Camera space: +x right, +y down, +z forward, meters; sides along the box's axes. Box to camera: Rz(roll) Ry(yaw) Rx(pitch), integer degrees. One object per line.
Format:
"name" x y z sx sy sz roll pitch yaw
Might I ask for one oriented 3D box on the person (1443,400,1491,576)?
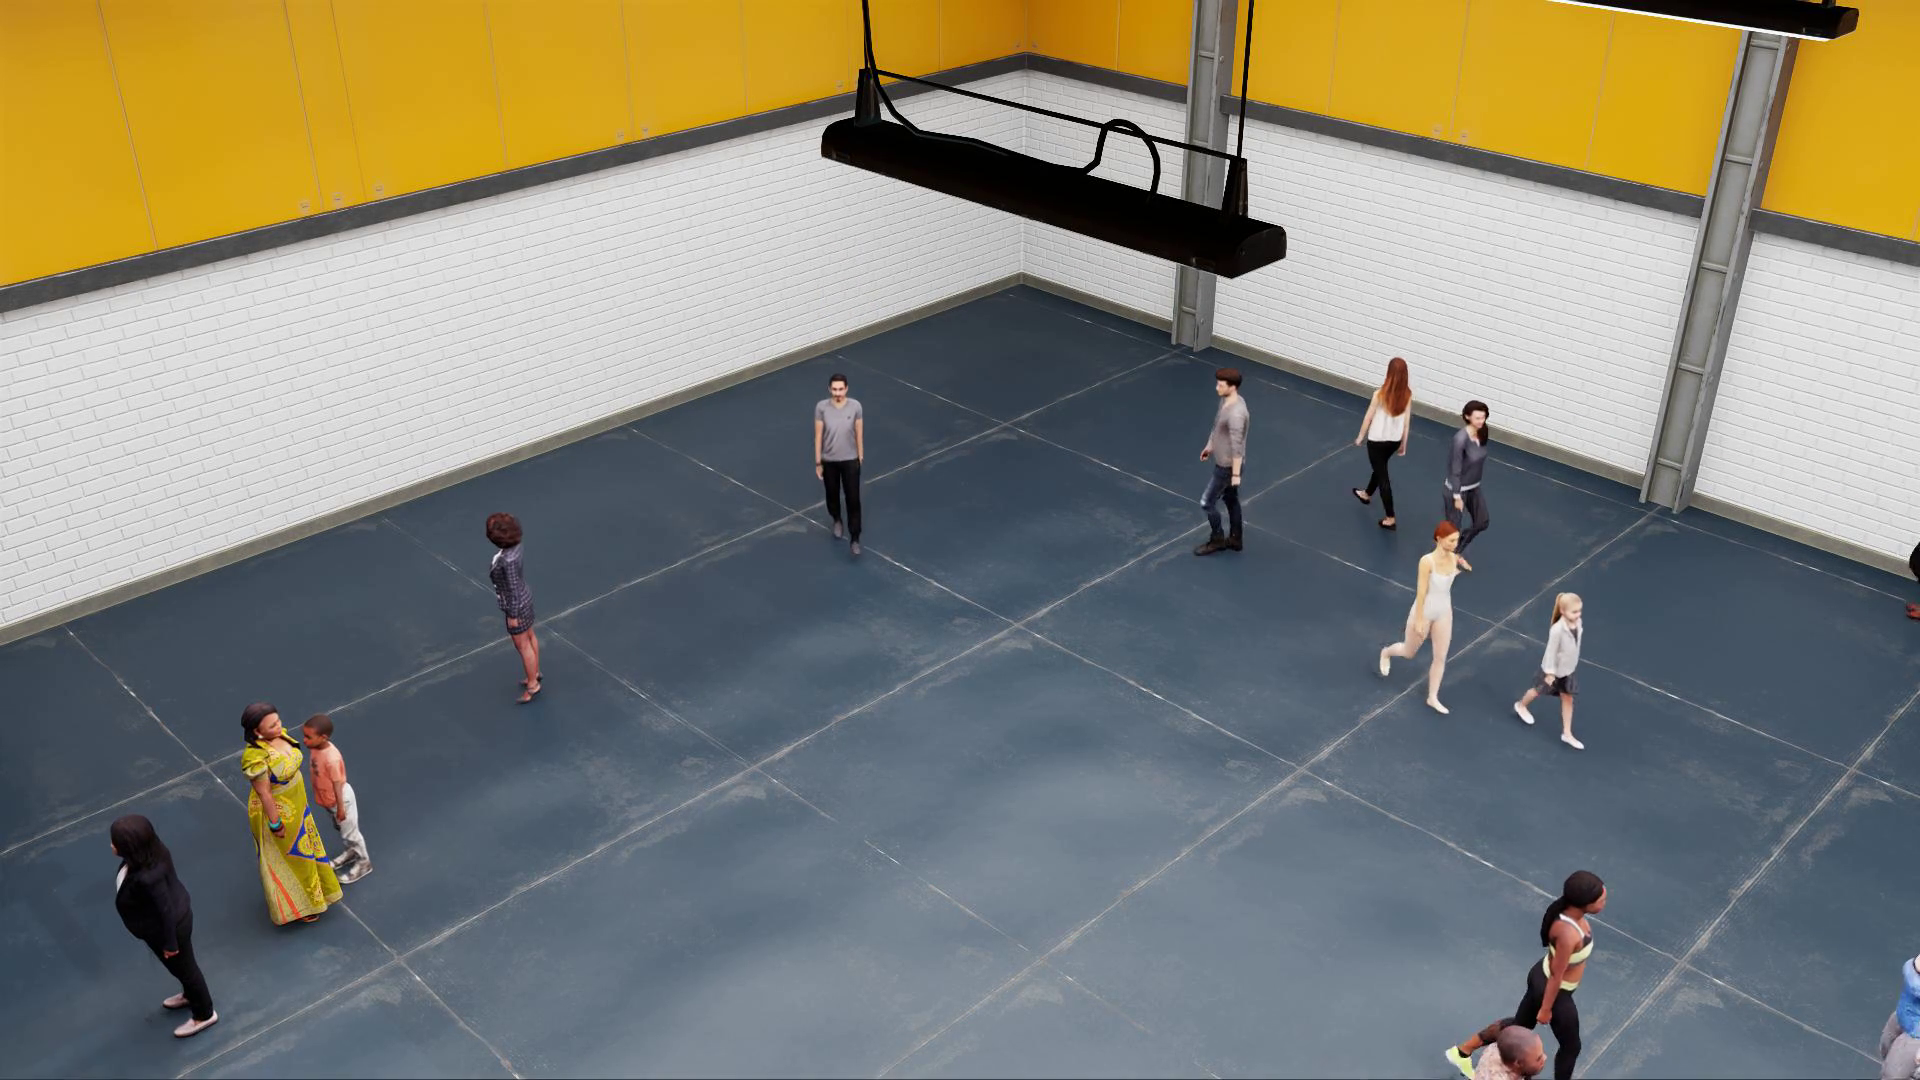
"person" 4.490 -0.494 15.107 0.629 1.755 0.606 -24 37 -37

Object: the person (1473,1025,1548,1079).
"person" 2.575 3.132 8.417 0.926 1.795 0.866 9 30 16

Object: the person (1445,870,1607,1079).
"person" 3.293 2.570 9.529 1.187 1.716 0.935 7 29 12

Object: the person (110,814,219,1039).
"person" -4.831 2.310 10.112 0.767 1.614 0.631 -17 33 -28

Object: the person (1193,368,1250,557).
"person" 2.572 -0.704 15.359 0.912 1.881 0.869 4 29 7

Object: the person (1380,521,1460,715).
"person" 3.693 0.566 13.308 0.789 1.616 1.052 -13 31 -22

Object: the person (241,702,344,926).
"person" -4.511 1.777 11.042 1.061 1.661 0.981 -2 29 -5

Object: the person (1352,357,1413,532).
"person" 4.100 -0.885 15.904 0.887 1.677 1.175 -10 30 -17

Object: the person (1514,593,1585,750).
"person" 4.619 0.962 12.969 0.694 1.246 0.951 -14 32 -24

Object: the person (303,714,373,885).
"person" -4.288 1.755 11.451 0.539 1.308 0.411 -23 36 -35

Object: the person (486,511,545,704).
"person" -3.536 0.526 13.297 0.757 1.697 0.679 -3 29 -5

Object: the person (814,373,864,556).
"person" -1.140 -0.795 15.691 1.007 1.724 1.099 -1 29 -2
